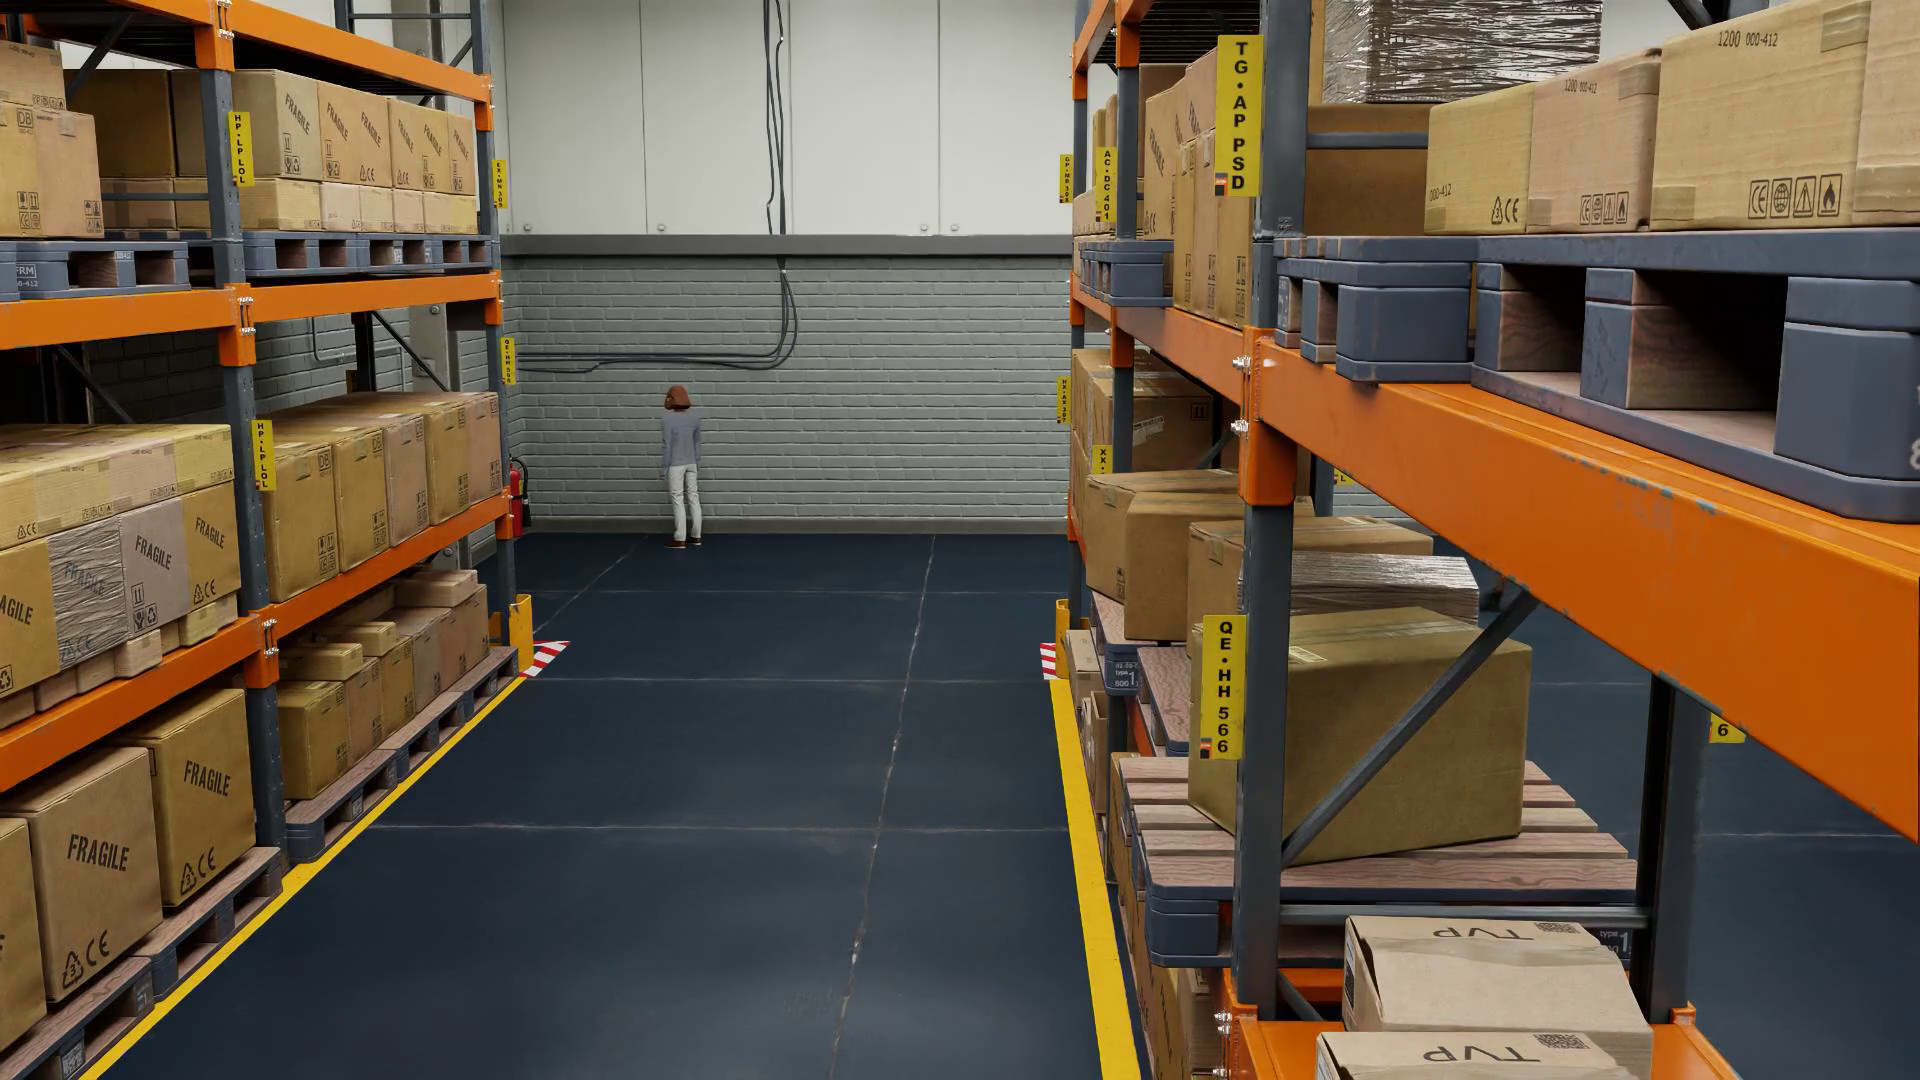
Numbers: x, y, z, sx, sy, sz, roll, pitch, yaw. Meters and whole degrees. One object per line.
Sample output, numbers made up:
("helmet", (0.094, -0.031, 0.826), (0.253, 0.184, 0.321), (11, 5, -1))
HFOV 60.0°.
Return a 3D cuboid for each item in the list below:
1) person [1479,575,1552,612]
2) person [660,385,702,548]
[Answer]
("person", (4.747, -0.334, 13.753), (1.007, 1.889, 0.564), (0, 10, 1))
("person", (-2.802, -0.733, 16.692), (0.266, 1.631, 0.507), (8, 13, 38))
